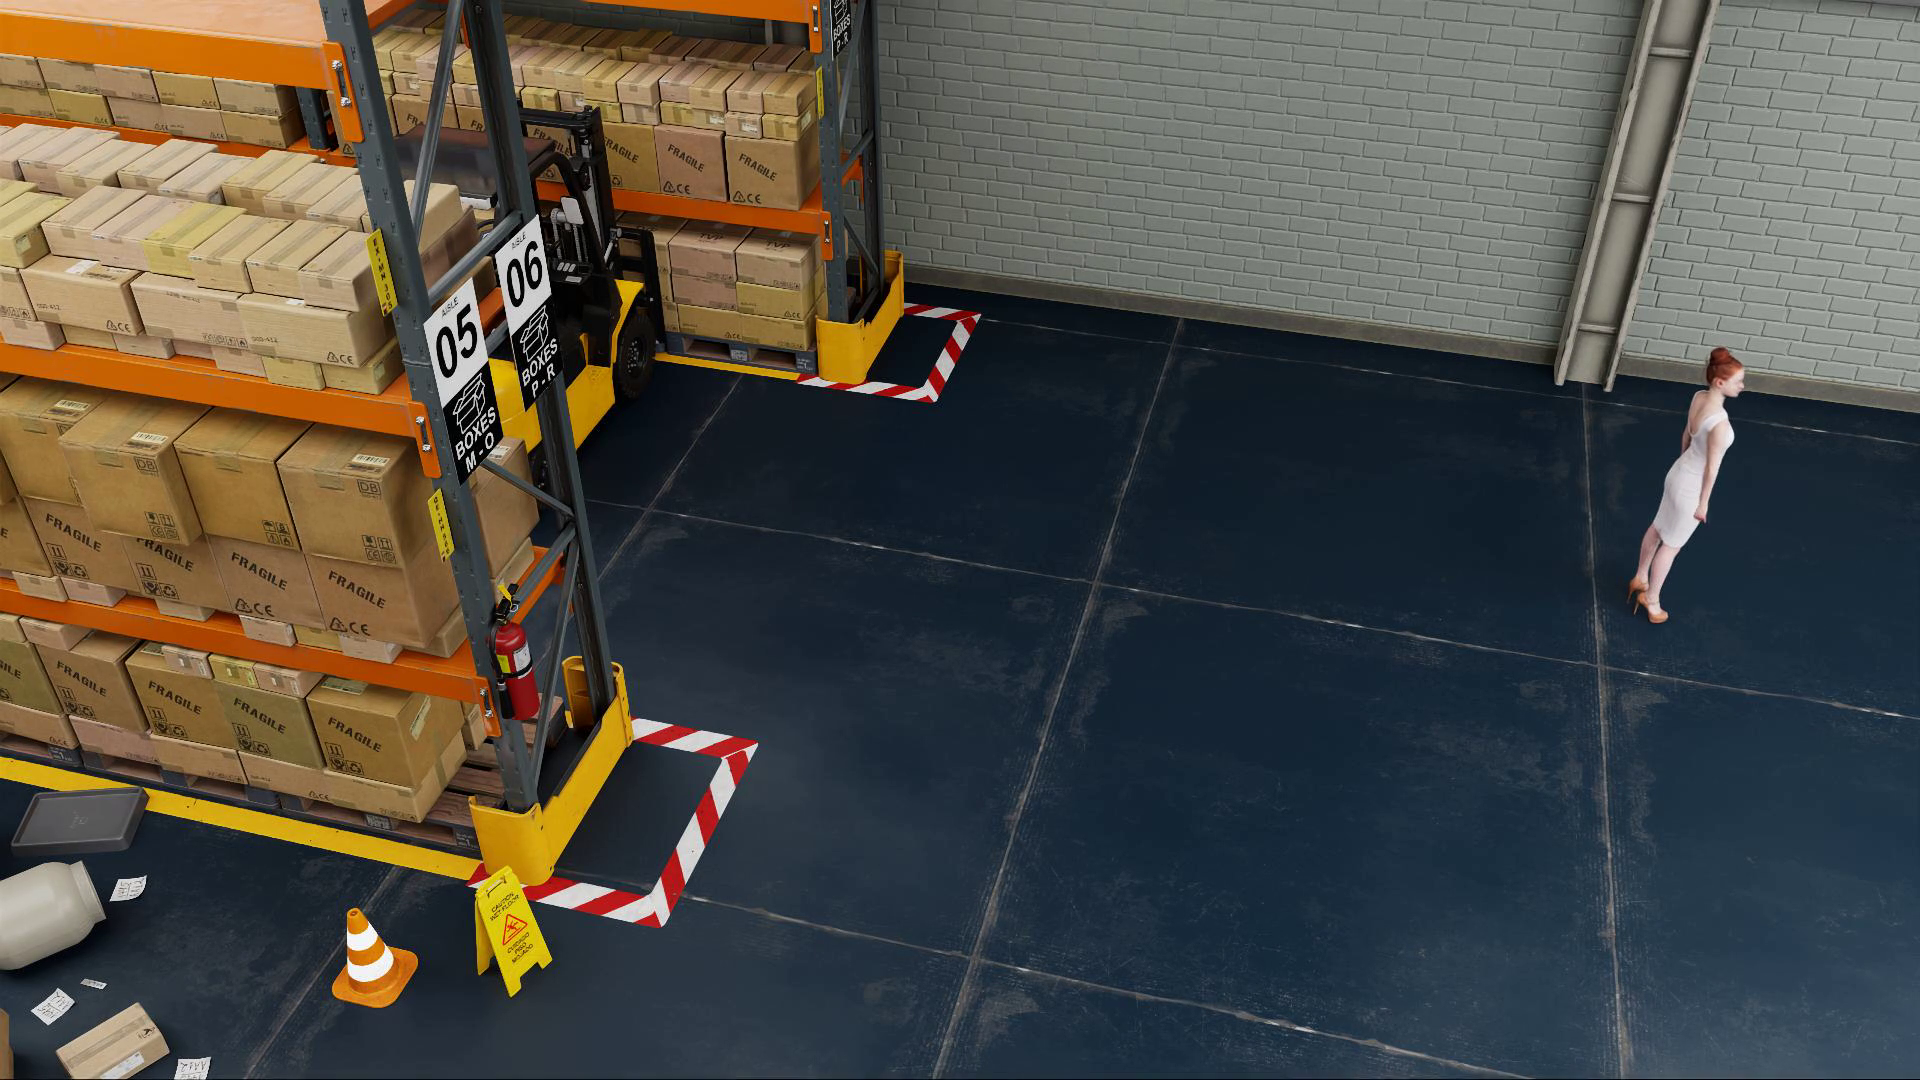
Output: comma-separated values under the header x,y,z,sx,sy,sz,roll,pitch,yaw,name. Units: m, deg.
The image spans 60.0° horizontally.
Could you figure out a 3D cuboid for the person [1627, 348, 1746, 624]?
x,y,z,sx,sy,sz,roll,pitch,yaw,name
4.188,-0.301,9.599,0.549,1.792,0.602,2,37,3,person
